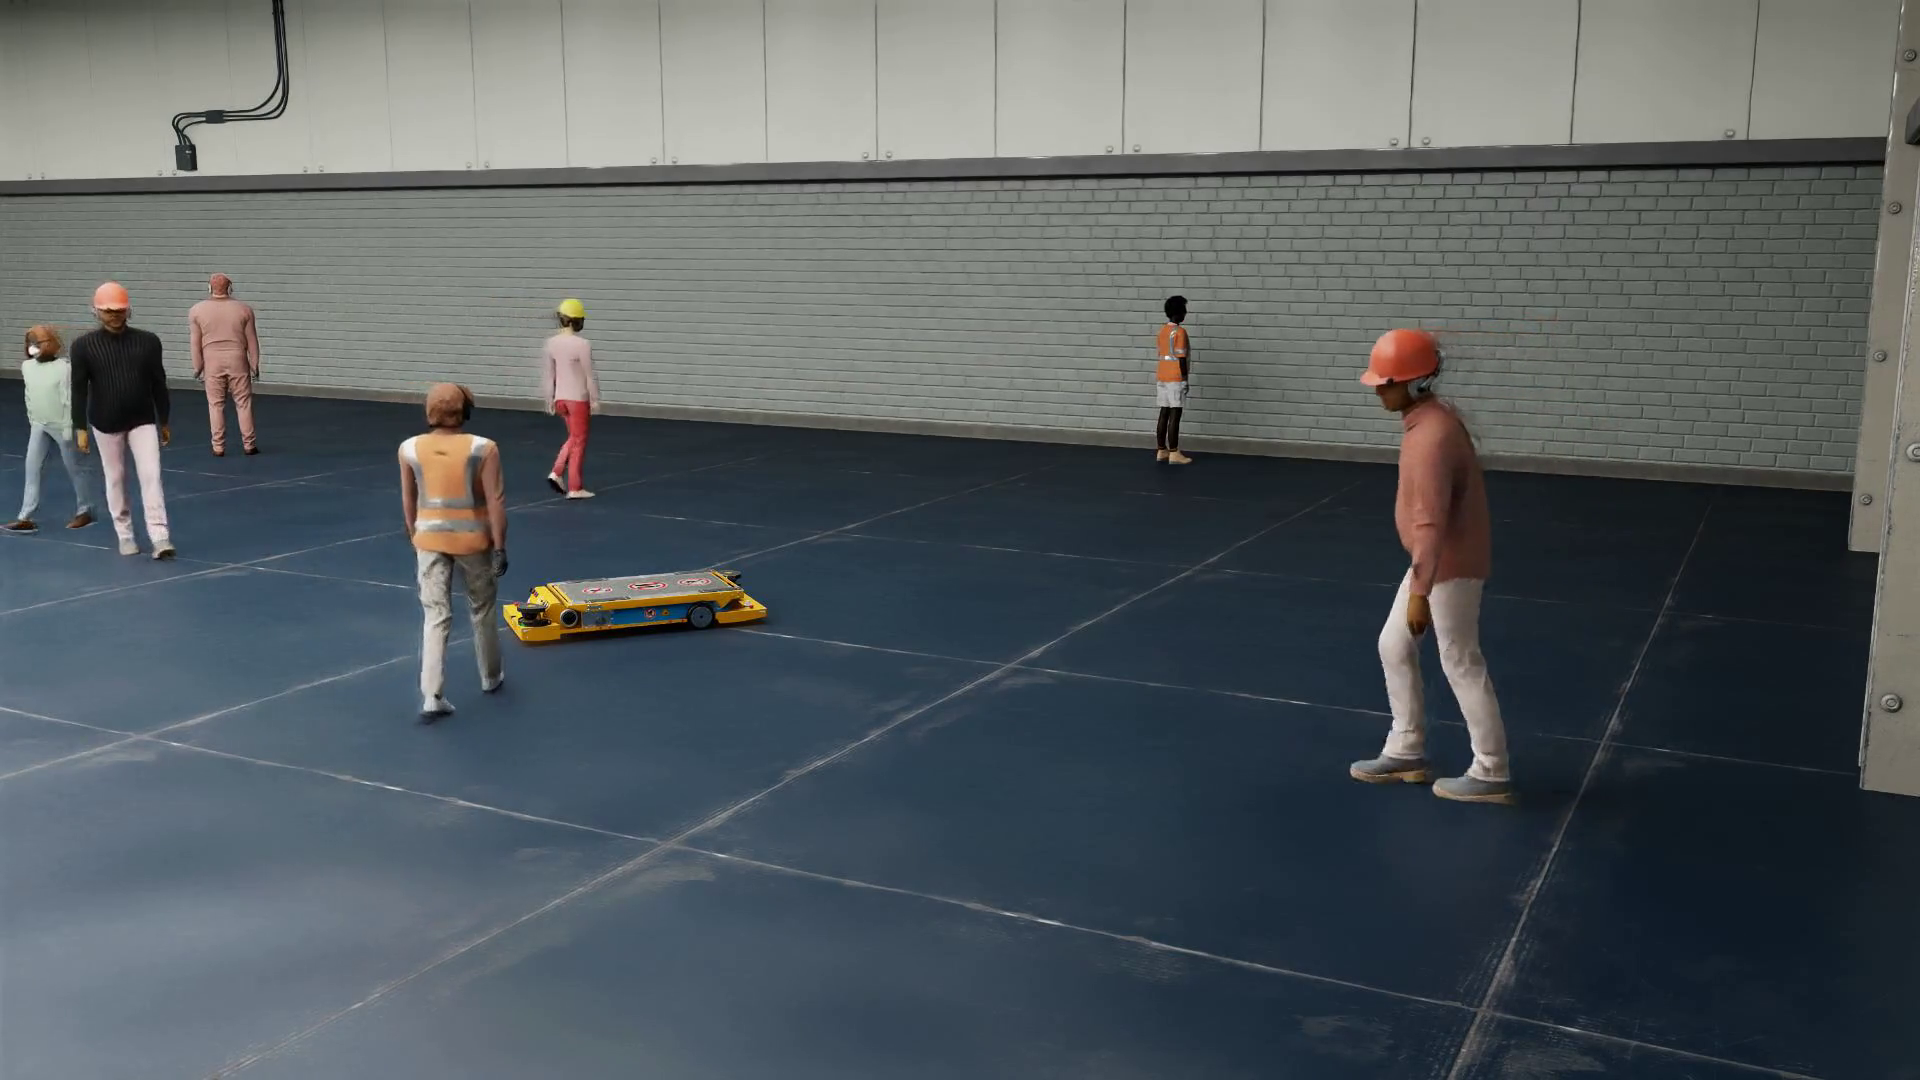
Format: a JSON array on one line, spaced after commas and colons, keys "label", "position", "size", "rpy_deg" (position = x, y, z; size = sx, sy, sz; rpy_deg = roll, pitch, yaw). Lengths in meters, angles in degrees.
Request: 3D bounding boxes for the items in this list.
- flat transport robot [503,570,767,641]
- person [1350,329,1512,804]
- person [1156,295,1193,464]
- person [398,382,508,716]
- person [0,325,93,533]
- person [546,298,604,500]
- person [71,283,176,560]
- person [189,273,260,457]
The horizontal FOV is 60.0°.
[{"label": "flat transport robot", "position": [-1.926, 0.372, 9.846], "size": [1.431, 0.197, 0.652], "rpy_deg": [-5, 11, -23]}, {"label": "person", "position": [1.909, 0.120, 6.701], "size": [0.772, 1.925, 0.643], "rpy_deg": [2, 11, 9]}, {"label": "person", "position": [2.159, -1.612, 16.769], "size": [0.318, 1.699, 0.534], "rpy_deg": [-4, 11, -19]}, {"label": "person", "position": [-2.453, 0.034, 8.066], "size": [0.519, 1.596, 0.781], "rpy_deg": [0, 10, -3]}, {"label": "person", "position": [-7.061, -0.840, 12.806], "size": [0.520, 1.594, 0.785], "rpy_deg": [3, 11, 15]}, {"label": "person", "position": [-3.332, -1.217, 14.469], "size": [0.530, 1.755, 0.363], "rpy_deg": [9, 14, 41]}, {"label": "person", "position": [-5.876, -0.815, 11.703], "size": [0.658, 1.949, 0.954], "rpy_deg": [-7, 13, -34]}, {"label": "person", "position": [-7.656, -1.823, 17.355], "size": [0.652, 1.906, 0.403], "rpy_deg": [-4, 11, -22]}]
